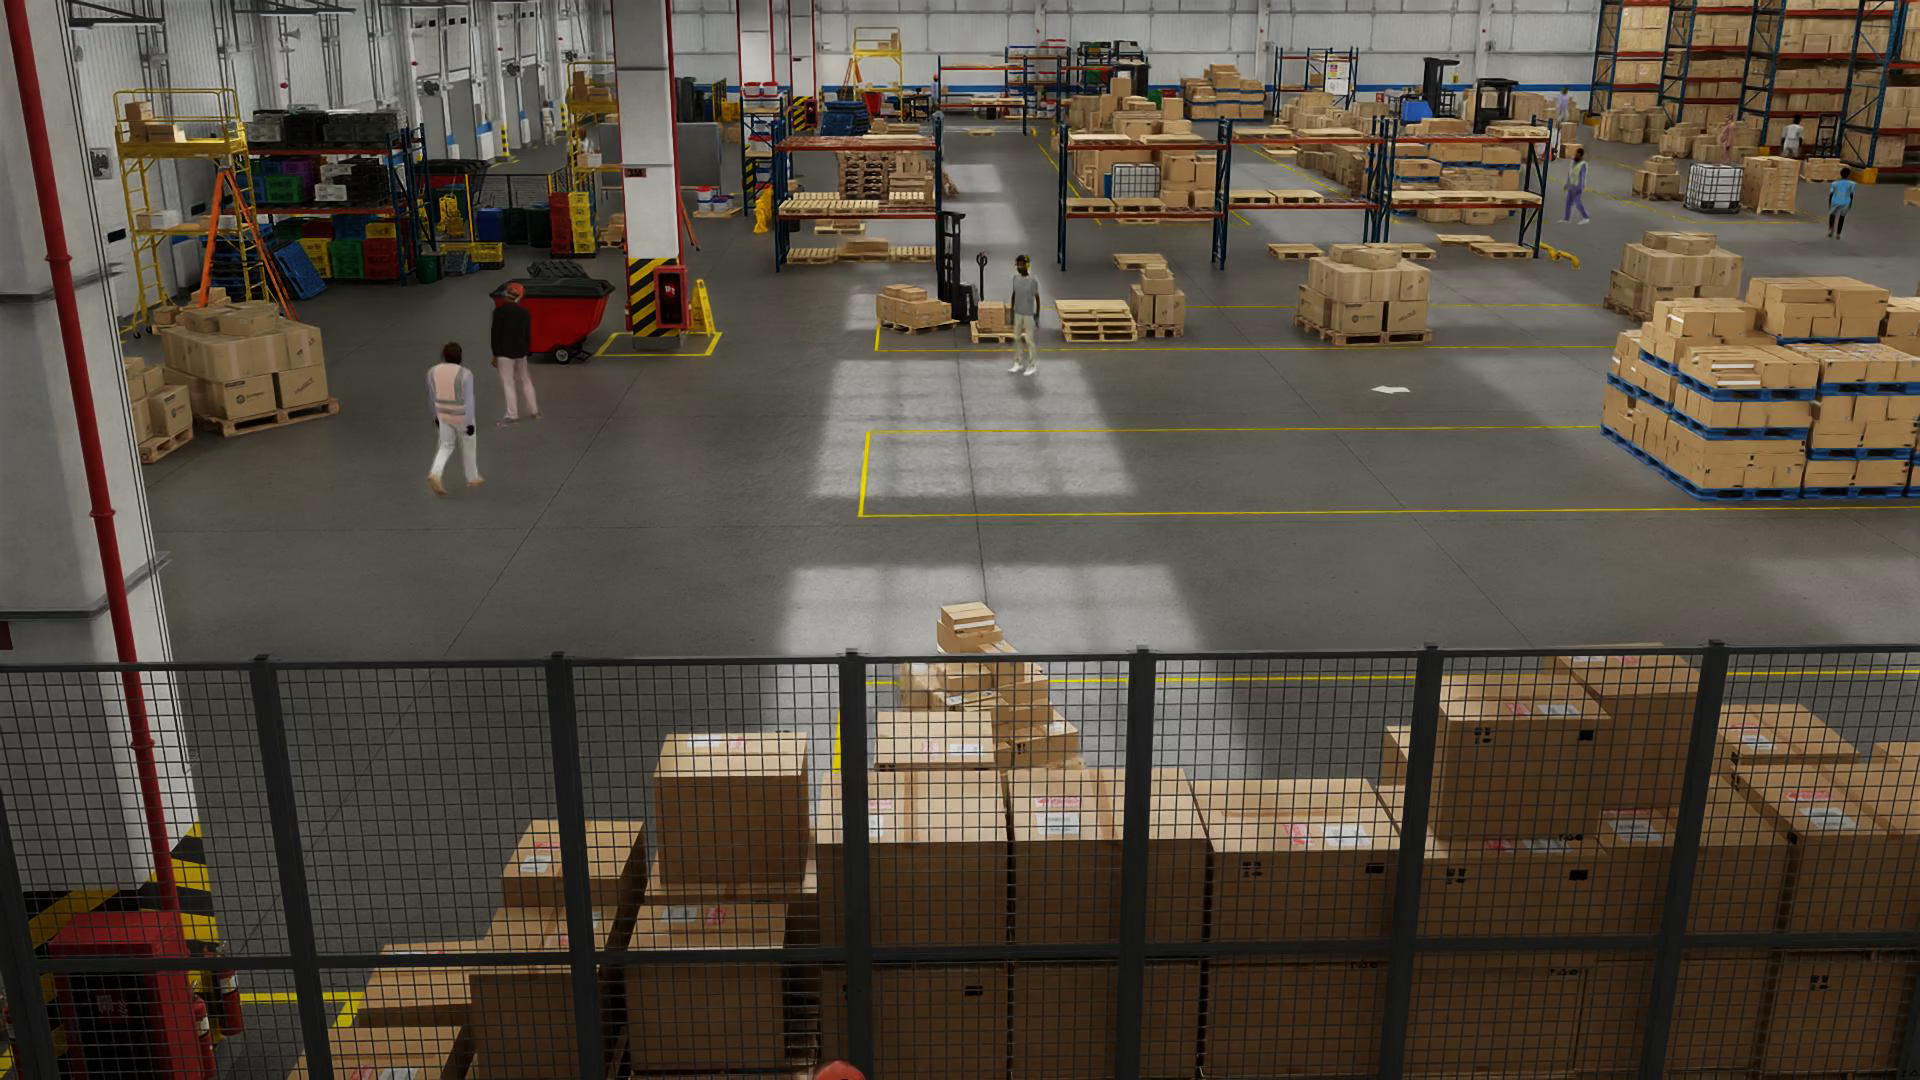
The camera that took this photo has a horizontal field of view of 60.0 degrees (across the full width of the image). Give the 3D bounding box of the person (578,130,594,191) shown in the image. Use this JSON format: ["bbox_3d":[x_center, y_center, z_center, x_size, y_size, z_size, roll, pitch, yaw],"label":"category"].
[{"bbox_3d":[-10.795,-10.866,47.755,0.595,1.835,0.842,-2,19,-7],"label":"person"}]

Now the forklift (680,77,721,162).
[{"bbox_3d":[-8.944,-13.866,55.007,1.873,2.768,1.129,-1,19,-1],"label":"forklift"}]

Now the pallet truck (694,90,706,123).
[{"bbox_3d":[-9.671,-15.907,62.421,0.823,1.965,1.885,5,19,15],"label":"pallet truck"}]

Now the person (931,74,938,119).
[{"bbox_3d":[-1.061,-19.450,73.027,0.368,1.933,0.552,-10,21,-26],"label":"person"}]

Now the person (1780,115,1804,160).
[{"bbox_3d":[25.895,-12.239,51.678,0.984,1.902,0.677,-17,25,-40],"label":"person"}]

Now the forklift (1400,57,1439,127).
[{"bbox_3d":[19.363,-18.501,68.756,1.873,2.768,1.129,-1,19,-1],"label":"forklift"}]

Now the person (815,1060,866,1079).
[{"bbox_3d":[-0.448,2.933,6.634,0.549,1.935,0.391,9,21,26],"label":"person"}]

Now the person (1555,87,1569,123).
[{"bbox_3d":[23.709,-16.891,65.497,0.633,1.897,0.871,-10,21,-27],"label":"person"}]

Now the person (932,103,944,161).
[{"bbox_3d":[-0.751,-13.788,56.224,0.359,1.938,0.632,11,21,29],"label":"person"}]

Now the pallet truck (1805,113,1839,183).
[{"bbox_3d":[26.403,-11.957,50.702,0.823,1.965,1.885,6,19,16],"label":"pallet truck"}]

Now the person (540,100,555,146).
[{"bbox_3d":[-15.258,-15.418,61.525,0.518,1.637,0.309,0,19,-1],"label":"person"}]

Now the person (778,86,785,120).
[{"bbox_3d":[-7.151,-17.135,66.237,0.417,1.896,0.797,1,19,3],"label":"person"}]

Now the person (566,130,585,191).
[{"bbox_3d":[-10.874,-10.663,47.098,0.508,1.846,0.345,-5,19,-14],"label":"person"}]

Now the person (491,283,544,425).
[{"bbox_3d":[-6.135,-2.549,22.895,0.386,1.941,0.710,12,22,33],"label":"person"}]

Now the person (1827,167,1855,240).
[{"bbox_3d":[20.828,-7.962,39.346,0.541,1.684,0.391,8,20,22],"label":"person"}]

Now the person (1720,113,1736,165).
[{"bbox_3d":[24.190,-12.516,52.506,0.402,1.904,0.652,4,19,11],"label":"person"}]

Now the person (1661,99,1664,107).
[{"bbox_3d":[27.583,-16.707,65.365,0.483,1.624,0.576,-6,20,-18],"label":"person"}]

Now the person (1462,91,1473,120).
[{"bbox_3d":[18.869,-15.676,61.835,0.623,1.952,1.038,16,25,40],"label":"person"}]

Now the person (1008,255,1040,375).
[{"bbox_3d":[0.996,-3.503,25.822,0.533,1.868,0.310,14,23,36],"label":"person"}]

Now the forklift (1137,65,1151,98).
[{"bbox_3d":[6.899,-16.526,62.896,1.873,2.768,1.129,4,19,13],"label":"forklift"}]

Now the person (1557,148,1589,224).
[{"bbox_3d":[15.510,-8.910,41.842,0.552,1.897,0.723,-3,19,-10],"label":"person"}]

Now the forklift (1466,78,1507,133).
[{"bbox_3d":[17.246,-13.658,54.390,1.129,2.768,1.873,0,19,-1],"label":"forklift"}]

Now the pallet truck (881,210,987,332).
[{"bbox_3d":[-0.493,-4.759,29.349,1.885,1.965,0.823,-13,23,-34],"label":"pallet truck"}]

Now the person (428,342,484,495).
[{"bbox_3d":[-6.059,-1.437,19.784,0.636,1.816,0.811,6,20,17],"label":"person"}]
